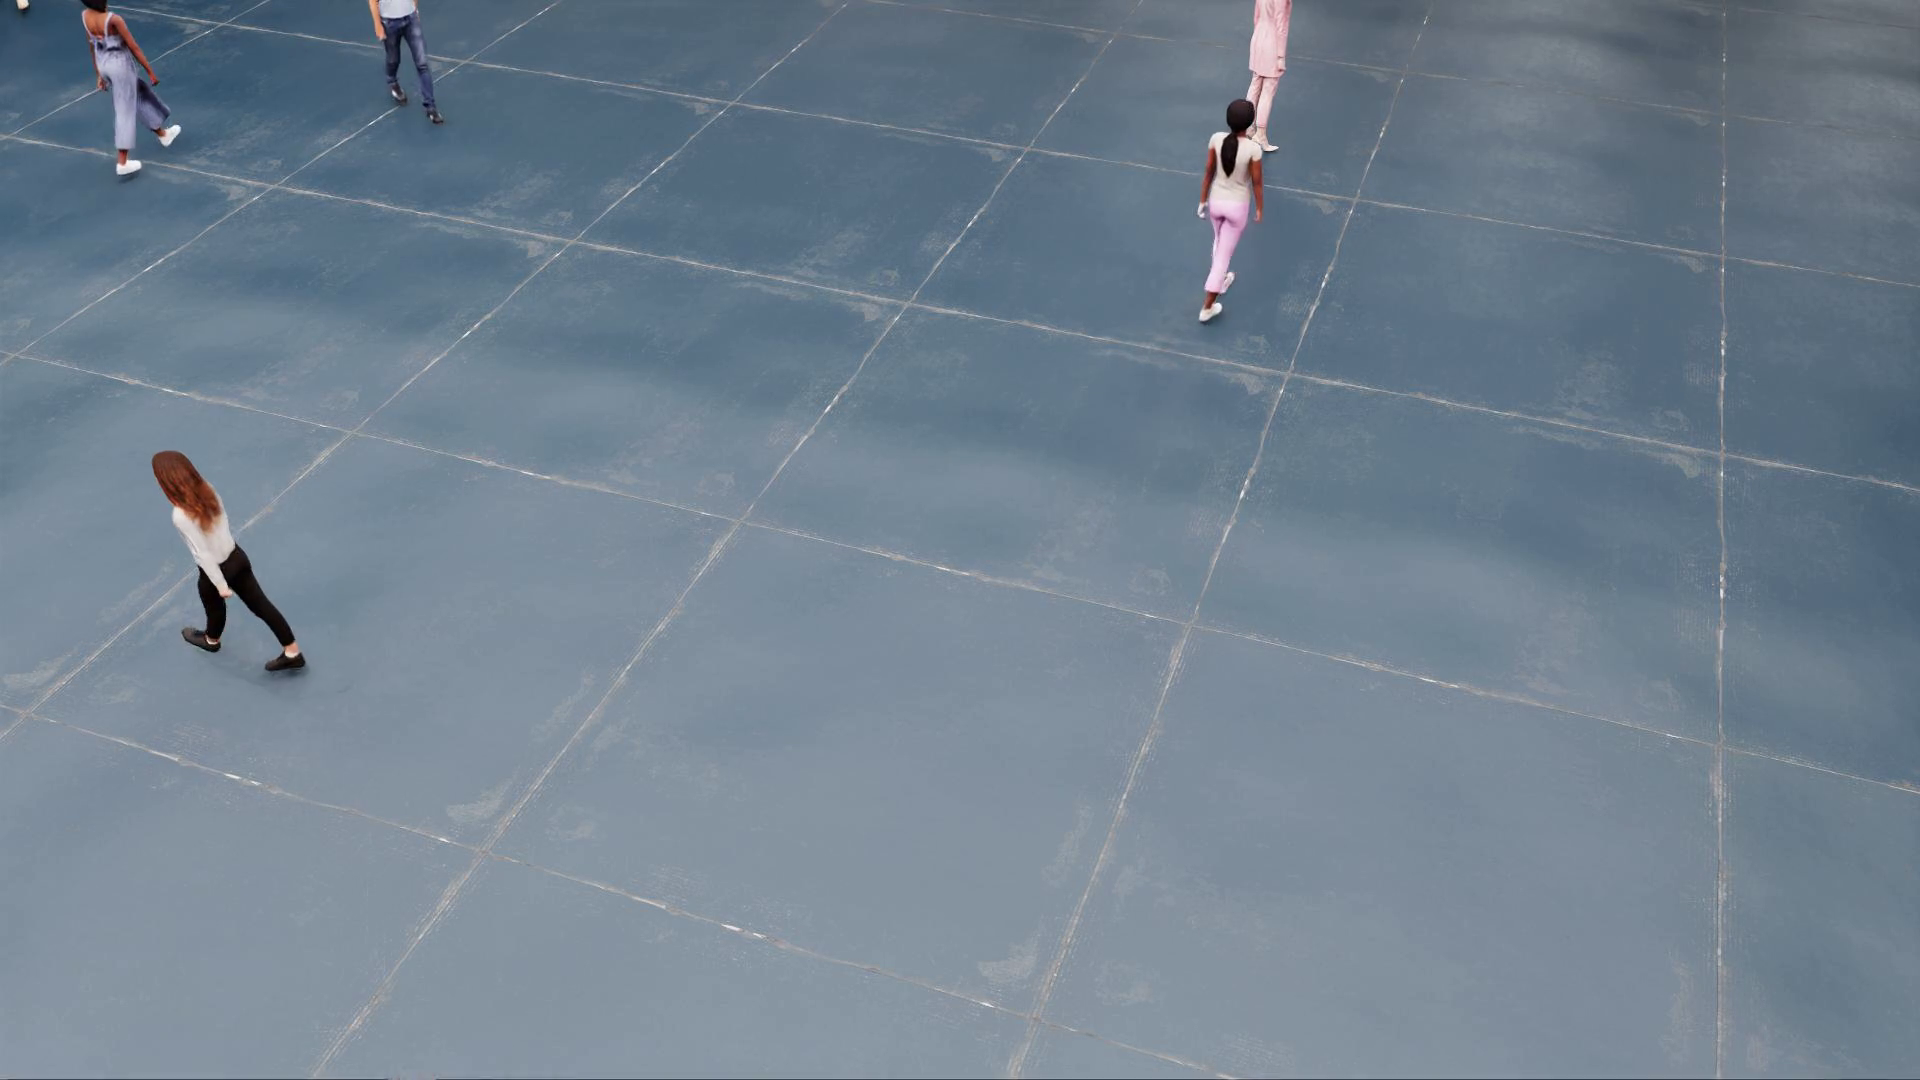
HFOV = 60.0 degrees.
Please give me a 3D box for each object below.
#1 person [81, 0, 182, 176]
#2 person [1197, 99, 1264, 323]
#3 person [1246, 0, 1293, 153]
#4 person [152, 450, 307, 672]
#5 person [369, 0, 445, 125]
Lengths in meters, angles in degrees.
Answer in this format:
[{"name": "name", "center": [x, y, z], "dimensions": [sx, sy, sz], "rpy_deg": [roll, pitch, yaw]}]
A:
[{"name": "person", "center": [-7.330, -3.978, 14.407], "dimensions": [0.598, 1.647, 1.105], "rpy_deg": [14, 40, 17]}, {"name": "person", "center": [1.950, -2.409, 12.345], "dimensions": [0.731, 1.716, 0.970], "rpy_deg": [23, 43, 26]}, {"name": "person", "center": [2.724, -4.344, 14.747], "dimensions": [0.747, 1.803, 0.668], "rpy_deg": [-13, 40, -16]}, {"name": "person", "center": [-4.039, 0.178, 9.277], "dimensions": [0.712, 1.423, 0.972], "rpy_deg": [5, 38, 6]}, {"name": "person", "center": [-5.227, -4.812, 15.326], "dimensions": [1.224, 1.828, 1.137], "rpy_deg": [-25, 44, -28]}]
